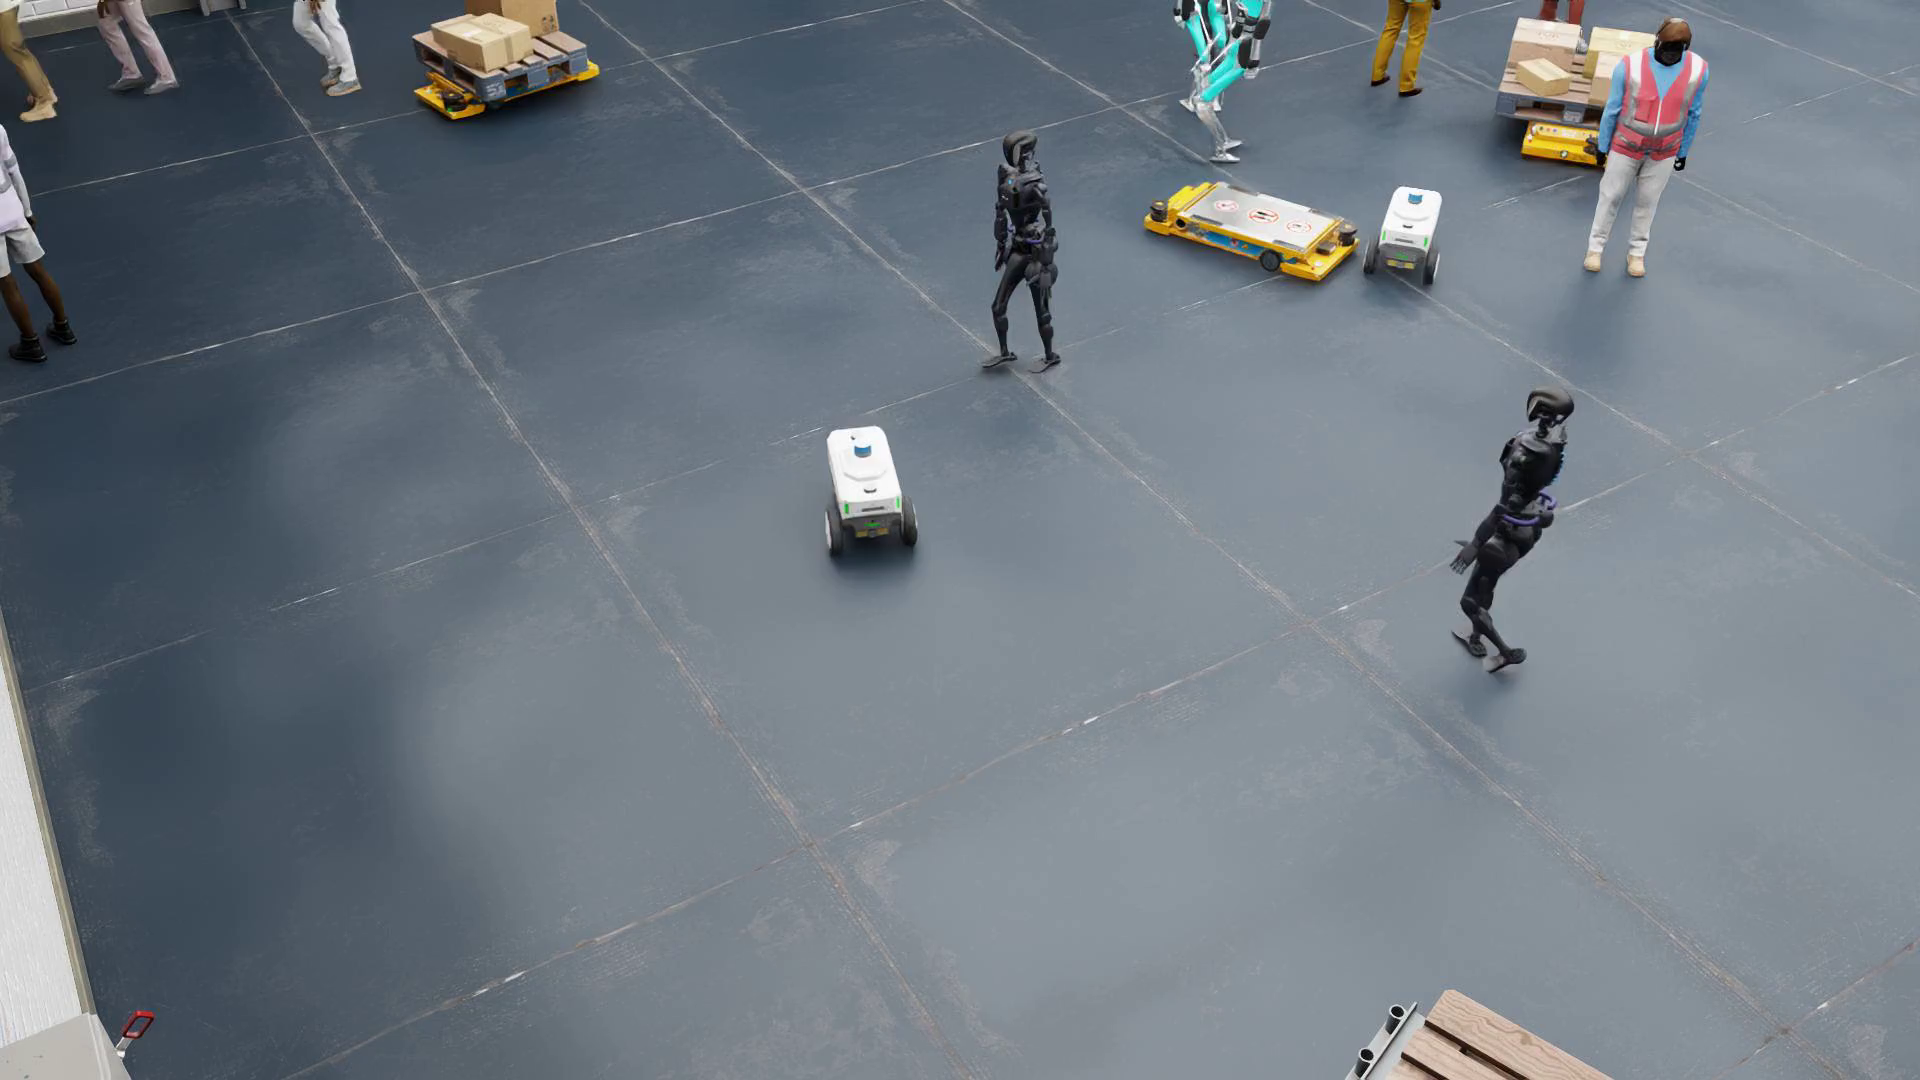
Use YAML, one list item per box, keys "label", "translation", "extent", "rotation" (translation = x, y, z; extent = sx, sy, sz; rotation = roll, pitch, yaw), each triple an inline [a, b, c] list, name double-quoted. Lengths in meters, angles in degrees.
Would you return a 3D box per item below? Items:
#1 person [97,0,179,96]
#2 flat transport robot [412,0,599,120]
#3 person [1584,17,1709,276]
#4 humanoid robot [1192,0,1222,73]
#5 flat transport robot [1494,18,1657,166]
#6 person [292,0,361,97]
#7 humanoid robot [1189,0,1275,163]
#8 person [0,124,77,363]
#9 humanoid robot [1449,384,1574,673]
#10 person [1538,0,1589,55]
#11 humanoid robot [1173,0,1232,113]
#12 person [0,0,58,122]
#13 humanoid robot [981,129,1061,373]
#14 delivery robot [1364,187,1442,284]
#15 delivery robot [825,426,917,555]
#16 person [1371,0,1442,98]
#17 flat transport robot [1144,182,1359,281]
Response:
- label: "person"
  translation: [-7.059, -4.566, 13.806]
  extent: [0.670, 1.813, 0.601]
  rotation: [-21, 43, -25]
- label: "flat transport robot"
  translation: [-3.901, -3.987, 14.323]
  extent: [1.431, 0.231, 0.659]
  rotation: [-29, 47, -32]
- label: "person"
  translation: [4.701, -2.701, 11.445]
  extent: [0.633, 1.834, 0.430]
  rotation: [7, 39, 8]
- label: "humanoid robot"
  translation: [2.193, -4.888, 14.324]
  extent: [0.391, 1.637, 0.610]
  rotation: [8, 39, 10]
- label: "flat transport robot"
  translation: [5.047, -3.497, 13.705]
  extent: [0.659, 0.231, 1.431]
  rotation: [13, 40, 16]
- label: "person"
  translation: [-5.394, -4.629, 13.842]
  extent: [0.425, 1.868, 0.615]
  rotation: [-25, 45, -28]
- label: "humanoid robot"
  translation: [2.071, -3.802, 12.904]
  extent: [0.726, 1.765, 0.541]
  rotation: [-6, 39, -7]
- label: "person"
  translation: [-6.129, -2.025, 10.505]
  extent: [0.377, 1.937, 0.545]
  rotation: [20, 43, 24]
- label: "humanoid robot"
  translation: [2.752, -0.035, 8.229]
  extent: [0.471, 1.650, 0.597]
  rotation: [29, 47, 32]
- label: "person"
  translation: [5.567, -5.328, 14.771]
  extent: [0.732, 1.827, 0.561]
  rotation: [31, 48, 33]
- label: "humanoid robot"
  translation: [2.039, -4.290, 13.464]
  extent: [0.530, 1.721, 0.725]
  rotation: [-12, 40, -15]
- label: "person"
  translation: [-7.797, -4.299, 13.527]
  extent: [0.401, 1.745, 0.567]
  rotation: [-7, 39, -9]
- label: "humanoid robot"
  translation: [0.410, -1.776, 10.403]
  extent: [0.510, 1.643, 0.599]
  rotation: [-23, 44, -26]
- label: "delivery robot"
  translation: [3.198, -2.210, 11.839]
  extent: [0.499, 0.581, 0.768]
  rotation: [13, 40, 15]
- label: "delivery robot"
  translation: [-0.542, -0.312, 9.449]
  extent: [0.499, 0.587, 0.789]
  rotation: [-7, 39, -9]
- label: "person"
  translation: [3.799, -4.596, 13.914]
  extent: [0.346, 1.741, 0.534]
  rotation: [-23, 44, -26]
- label: "flat transport robot"
  translation: [2.132, -2.293, 12.185]
  extent: [1.431, 0.231, 0.659]
  rotation: [24, 44, 27]
